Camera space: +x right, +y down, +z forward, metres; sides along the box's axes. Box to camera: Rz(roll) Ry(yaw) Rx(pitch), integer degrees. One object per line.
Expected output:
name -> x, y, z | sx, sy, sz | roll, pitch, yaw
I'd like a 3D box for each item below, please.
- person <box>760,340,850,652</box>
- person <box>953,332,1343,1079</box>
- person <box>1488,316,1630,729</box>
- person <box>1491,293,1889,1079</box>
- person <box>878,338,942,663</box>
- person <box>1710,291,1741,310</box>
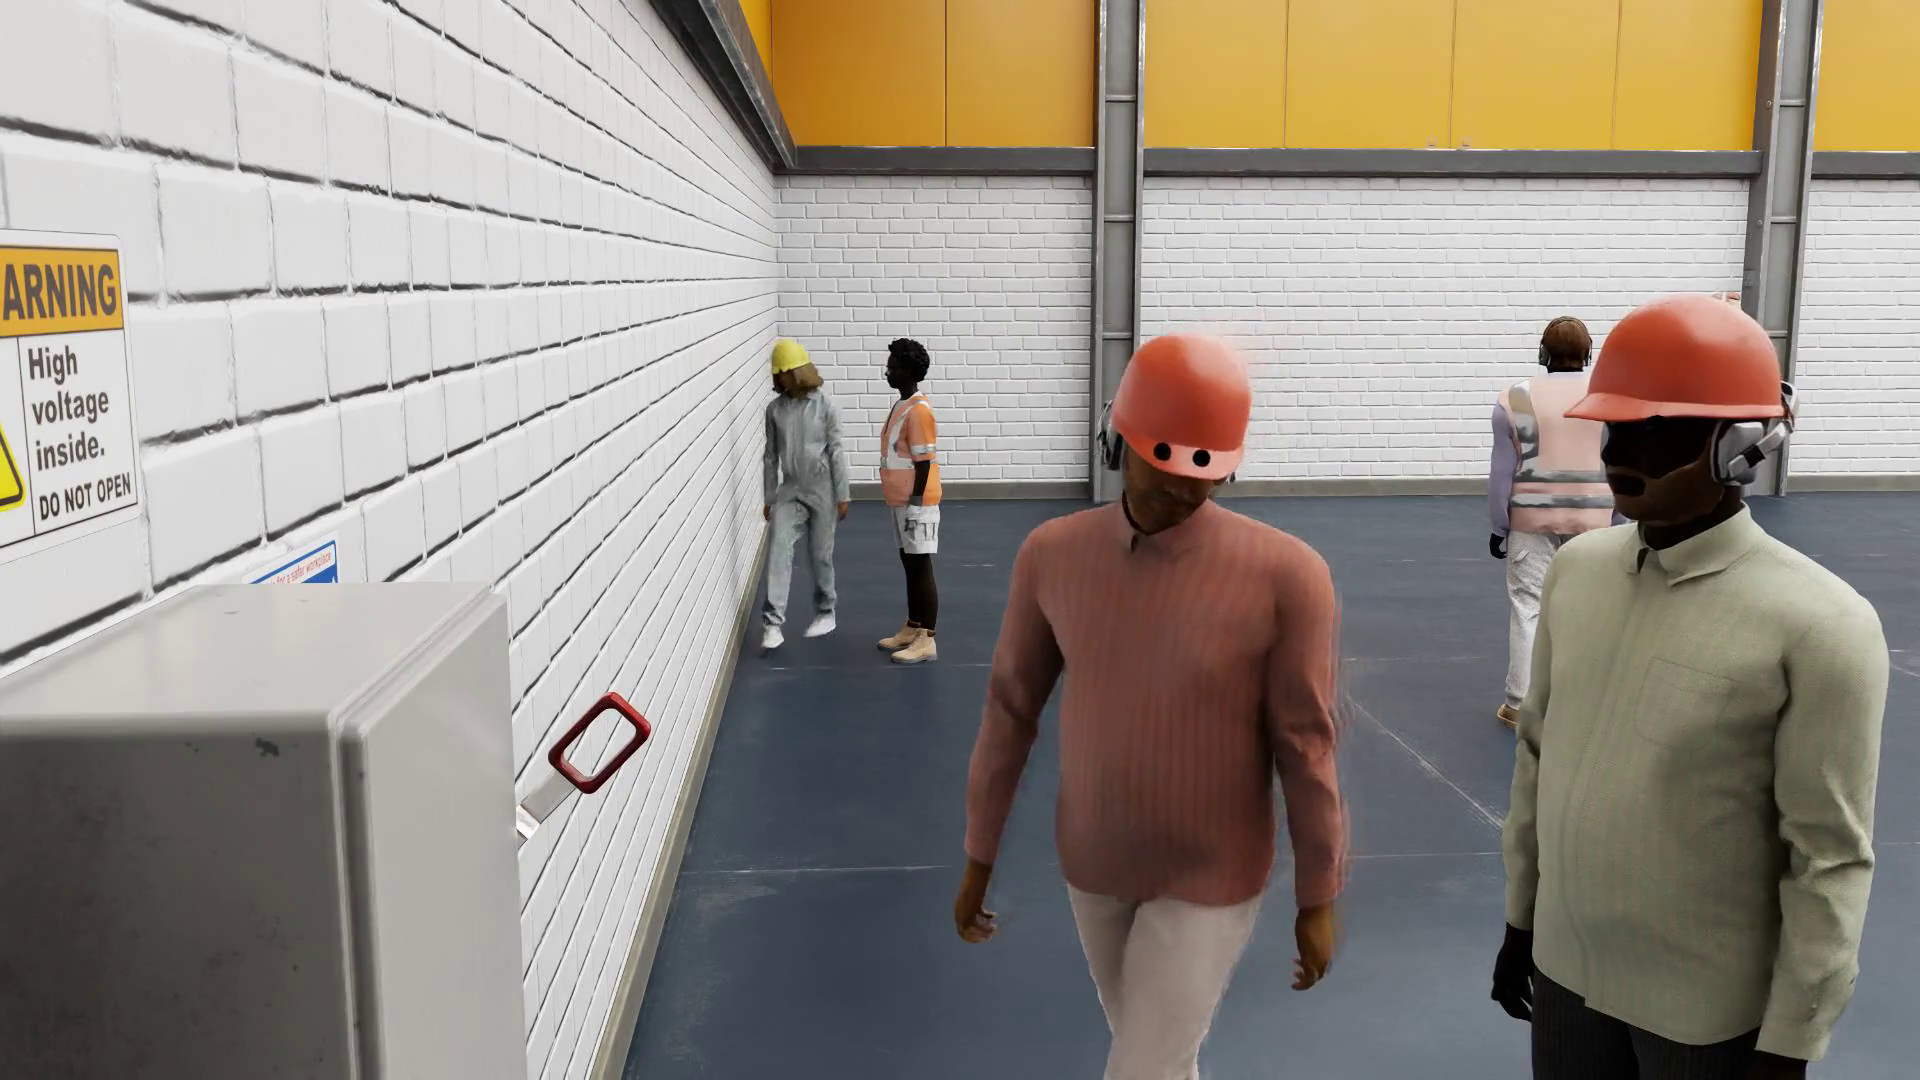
person -> -0.882, -0.252, 9.079 | 0.516, 1.698, 0.674 | 4, 10, 22
person -> 0.297, 0.596, 2.978 | 0.680, 1.911, 1.022 | 6, 11, 34
person -> 2.646, -0.062, 7.365 | 0.627, 1.847, 0.429 | 2, 9, 10
person -> 1.034, 0.639, 2.492 | 0.377, 1.995, 0.612 | -4, 10, -24
person -> -0.265, -0.207, 8.734 | 0.321, 1.697, 0.529 | -2, 9, -13
person -> 5.354, -0.796, 11.773 | 0.411, 1.909, 0.643 | 3, 10, 18
